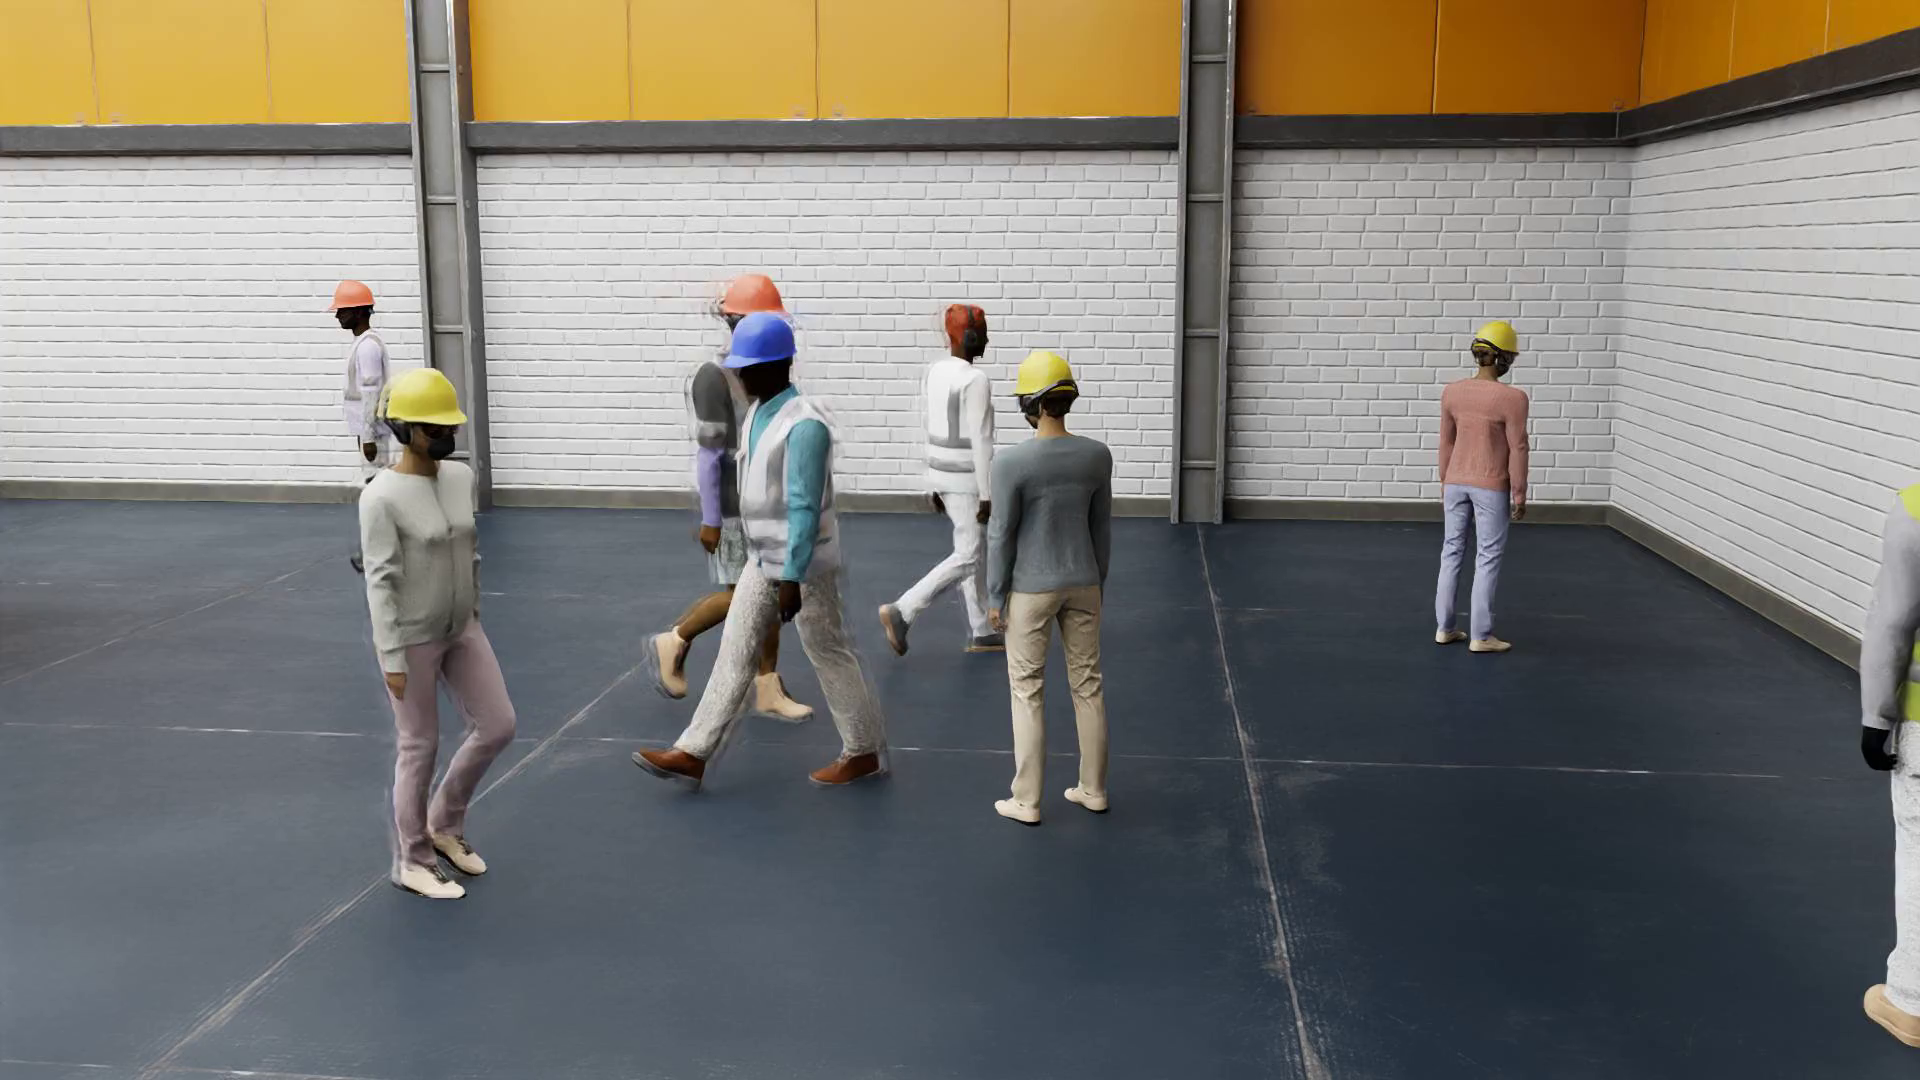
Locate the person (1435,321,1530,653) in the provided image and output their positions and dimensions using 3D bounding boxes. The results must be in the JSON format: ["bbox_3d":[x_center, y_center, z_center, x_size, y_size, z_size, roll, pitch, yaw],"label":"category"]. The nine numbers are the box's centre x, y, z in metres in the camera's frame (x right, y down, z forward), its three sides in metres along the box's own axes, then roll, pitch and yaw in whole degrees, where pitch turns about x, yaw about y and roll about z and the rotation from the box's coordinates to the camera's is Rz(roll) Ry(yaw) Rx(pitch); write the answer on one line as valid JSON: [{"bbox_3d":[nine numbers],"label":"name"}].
[{"bbox_3d":[2.772,-0.276,8.814,0.344,1.756,0.532,-8,13,-38],"label":"person"}]

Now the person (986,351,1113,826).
[{"bbox_3d":[0.328,0.179,6.211,0.526,1.758,0.343,-5,11,-26],"label":"person"}]

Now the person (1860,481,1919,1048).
[{"bbox_3d":[2.708,0.457,4.401,0.640,1.831,0.429,1,10,8],"label":"person"}]

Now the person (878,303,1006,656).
[{"bbox_3d":[-0.042,-0.291,8.604,0.805,1.861,0.586,-5,11,-25],"label":"person"}]

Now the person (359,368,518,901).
[{"bbox_3d":[-1.702,0.318,5.409,0.394,1.751,0.548,4,11,24],"label":"person"}]

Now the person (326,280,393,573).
[{"bbox_3d":[-3.943,-0.746,11.025,0.390,1.929,0.540,-4,11,-20],"label":"person"}]

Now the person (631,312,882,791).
[{"bbox_3d":[-0.748,0.079,6.405,1.001,1.882,0.632,-6,11,-29],"label":"person"}]

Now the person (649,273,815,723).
[{"bbox_3d":[-1.025,-0.183,7.500,0.731,2.027,0.624,5,11,26],"label":"person"}]
